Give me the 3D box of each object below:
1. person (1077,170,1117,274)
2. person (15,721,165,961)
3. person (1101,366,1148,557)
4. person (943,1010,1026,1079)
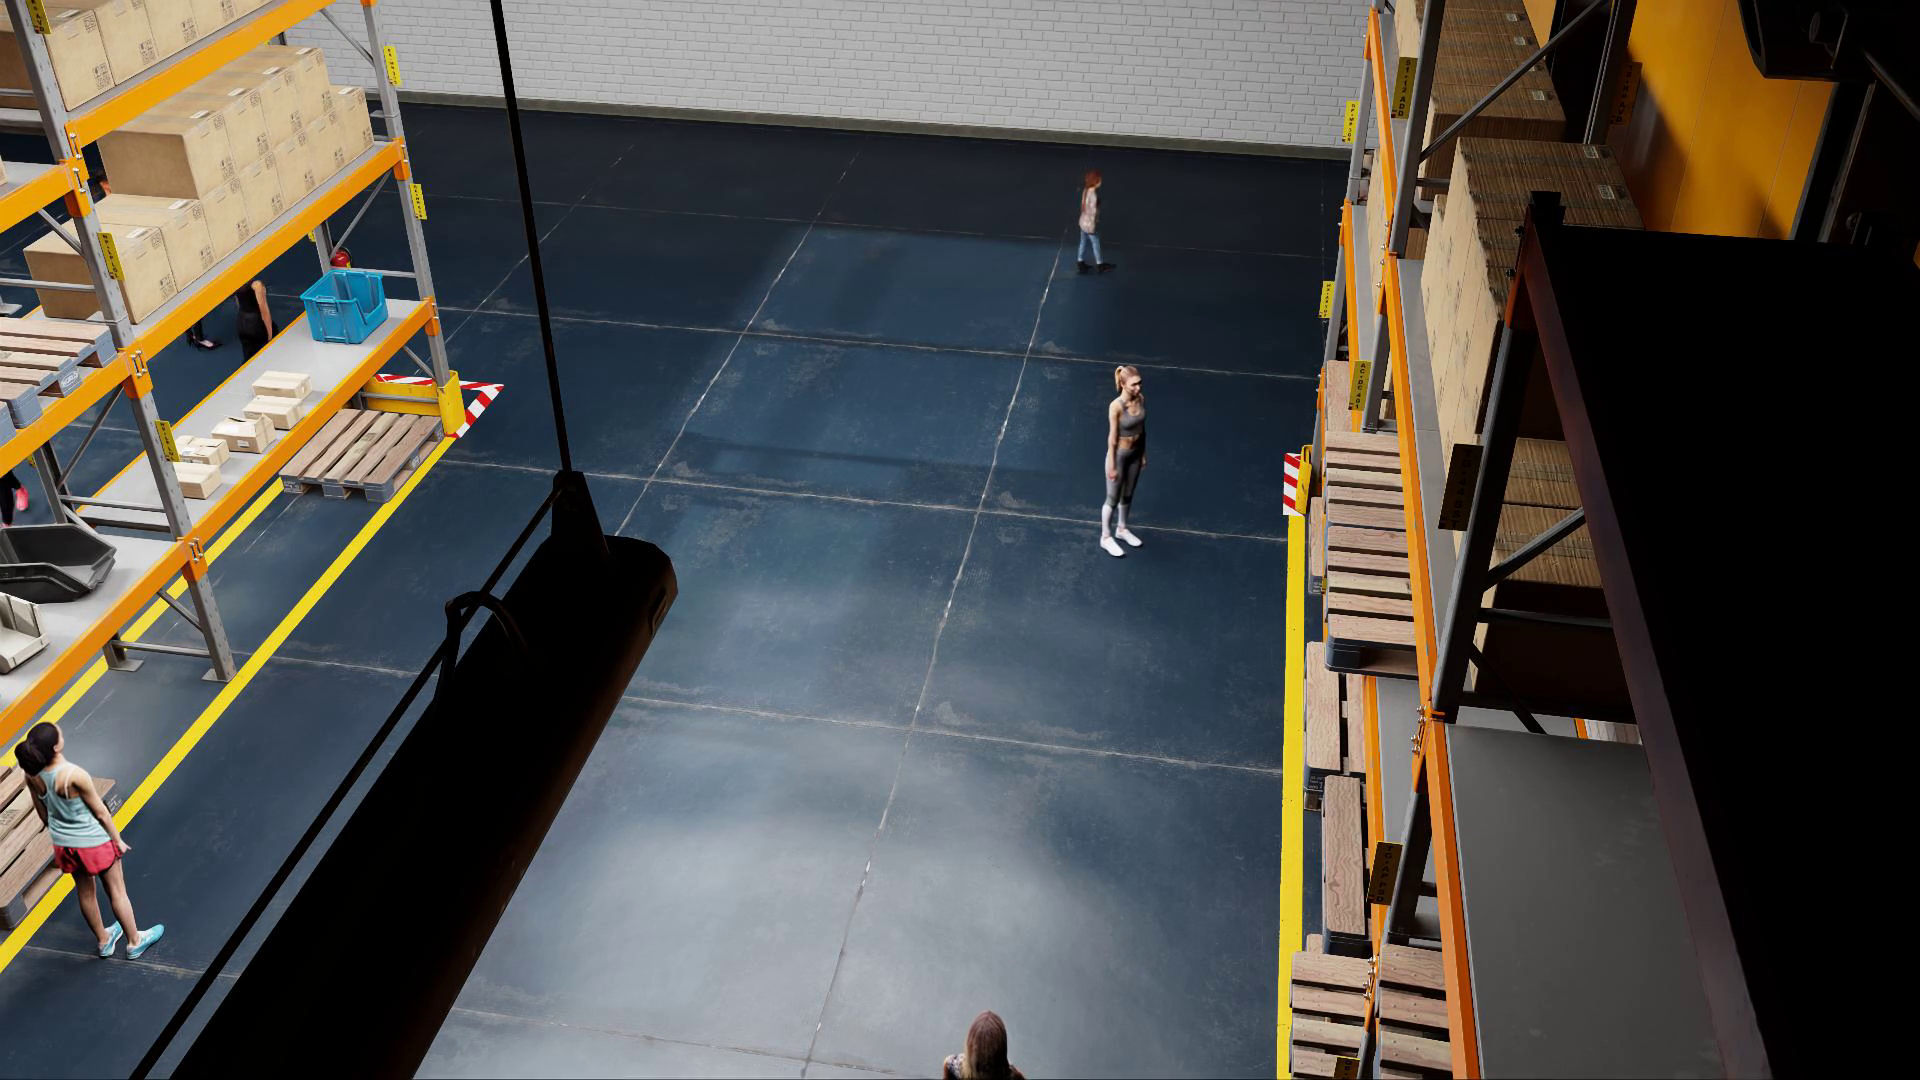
[{"bbox_3d":[1.387,-3.500,18.376,0.718,1.183,0.689,-9,35,-14],"label":"person"},{"bbox_3d":[-5.213,1.785,9.899,0.591,1.765,0.545,5,34,7],"label":"person"},{"bbox_3d":[1.346,-0.674,13.654,0.608,1.704,0.691,-28,43,-36],"label":"person"},{"bbox_3d":[0.100,2.964,8.184,0.552,1.700,0.495,7,34,10],"label":"person"}]
